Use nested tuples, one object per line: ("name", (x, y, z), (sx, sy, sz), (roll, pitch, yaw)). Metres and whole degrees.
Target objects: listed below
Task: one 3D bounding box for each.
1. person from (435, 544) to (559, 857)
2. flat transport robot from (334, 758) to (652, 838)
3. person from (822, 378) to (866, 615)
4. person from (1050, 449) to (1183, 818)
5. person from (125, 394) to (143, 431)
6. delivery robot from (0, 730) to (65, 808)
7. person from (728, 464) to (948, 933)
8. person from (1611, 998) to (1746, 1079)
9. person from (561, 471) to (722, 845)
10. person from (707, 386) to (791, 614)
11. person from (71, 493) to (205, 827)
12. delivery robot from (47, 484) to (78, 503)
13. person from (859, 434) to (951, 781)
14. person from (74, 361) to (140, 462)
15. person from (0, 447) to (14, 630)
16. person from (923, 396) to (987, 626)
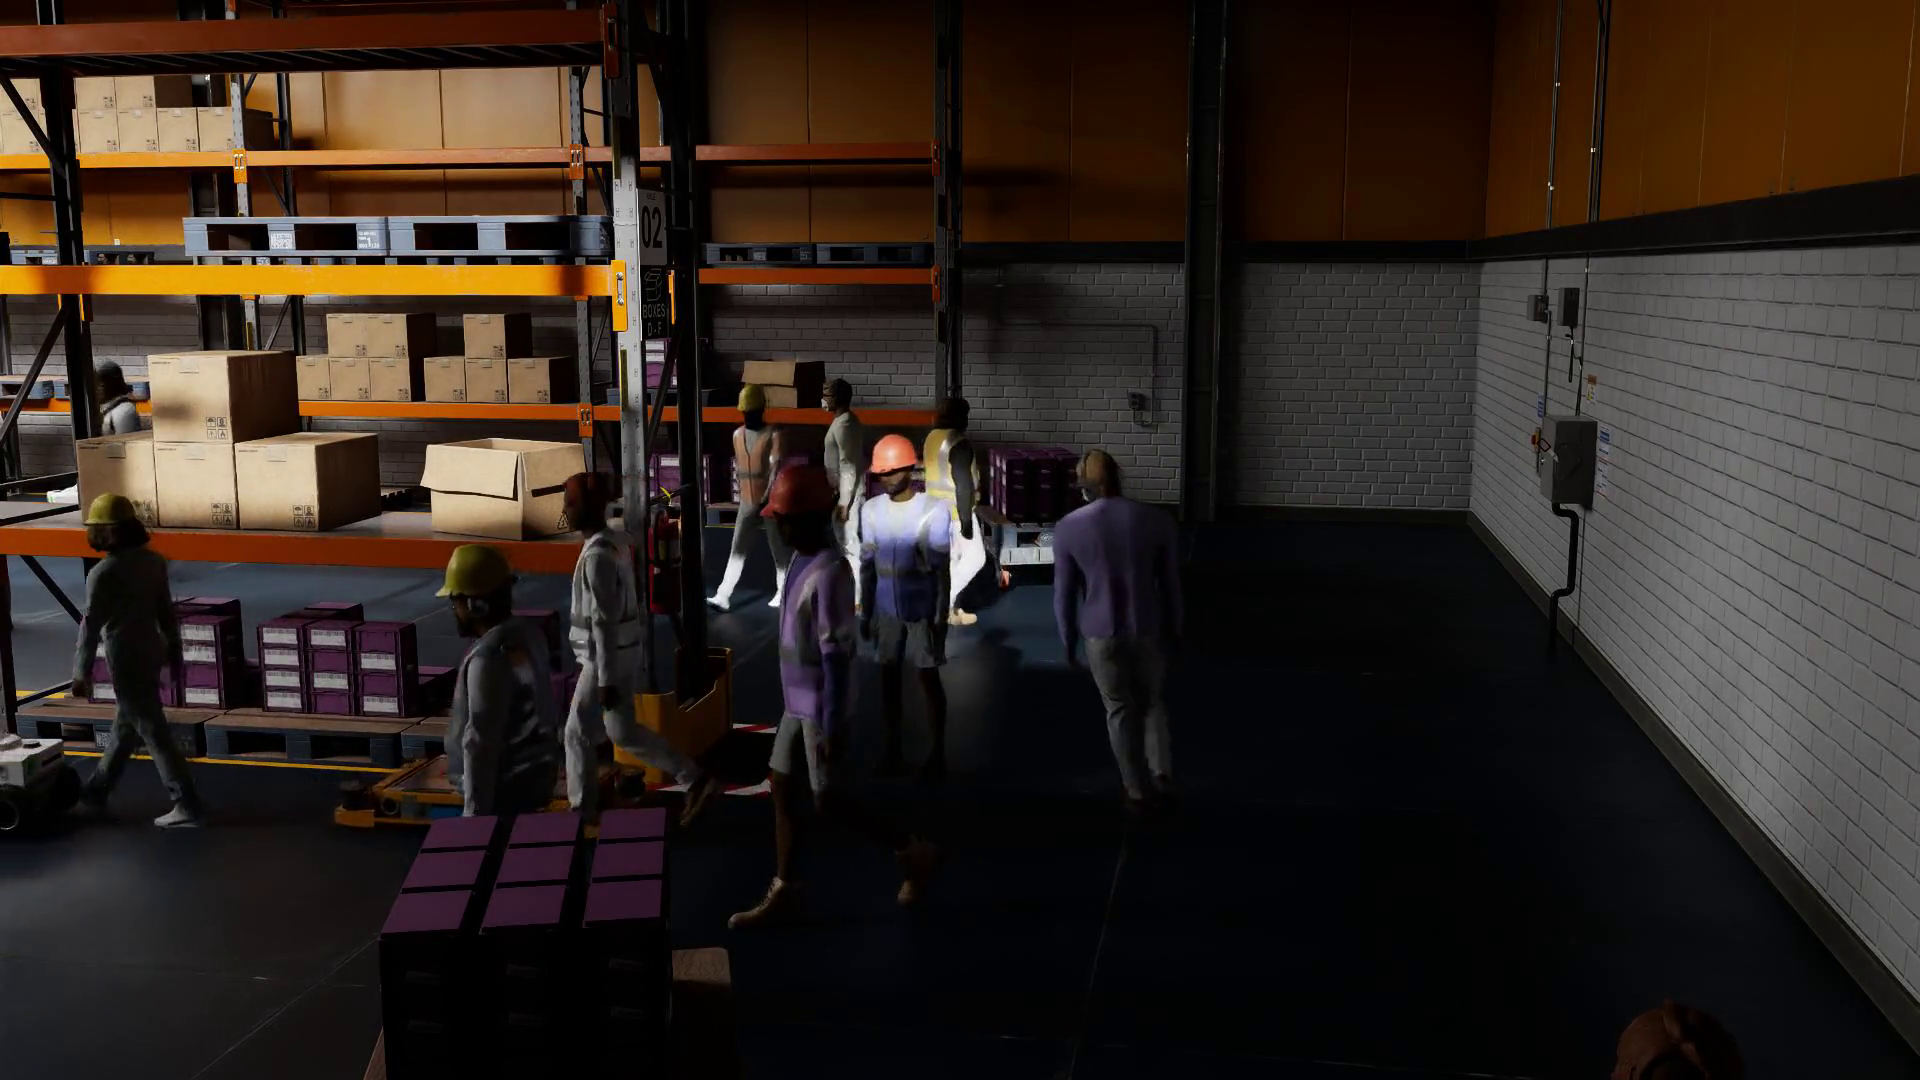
("person", (-1.663, 0.907, 6.166), (0.503, 1.809, 0.589), (0, 9, -3))
("flat transport robot", (-2.373, 1.298, 8.506), (1.431, 0.197, 0.652), (1, 9, 9))
("person", (-0.953, -0.351, 13.574), (0.375, 1.940, 0.627), (-1, 9, -4))
("person", (0.796, 0.486, 8.494), (0.681, 1.899, 0.424), (-1, 9, -4))
("person", (-8.375, -0.704, 16.800), (0.837, 1.601, 0.517), (0, 9, -3))
("delivery robot", (-4.917, 1.133, 8.360), (0.707, 0.478, 0.477), (0, 9, 0))
("person", (-0.532, 0.669, 7.037), (0.876, 2.014, 0.619), (-3, 10, -20))
("person", (1.172, 1.546, 2.784), (0.502, 1.626, 0.283), (4, 10, 21))
("person", (-1.631, 0.577, 8.103), (0.847, 1.855, 0.586), (-1, 9, -4))
("person", (-1.684, -0.321, 13.608), (0.595, 1.864, 1.006), (5, 10, 29))
("person", (-4.230, 0.608, 8.358), (0.904, 1.688, 0.511), (2, 9, 11))
("delivery robot", (-9.531, -0.440, 18.119), (0.707, 0.478, 0.477), (-6, 11, -31))
("person", (-0.318, 0.380, 9.129), (0.548, 1.923, 0.436), (5, 10, 28))
("person", (-7.697, -0.636, 15.029), (0.549, 2.000, 0.817), (-8, 12, -41))
("person", (-7.619, -0.277, 12.941), (0.378, 1.995, 0.609), (-5, 11, -29))
("person", (-0.057, -0.212, 13.033), (0.430, 1.830, 0.657), (-5, 10, -26))
